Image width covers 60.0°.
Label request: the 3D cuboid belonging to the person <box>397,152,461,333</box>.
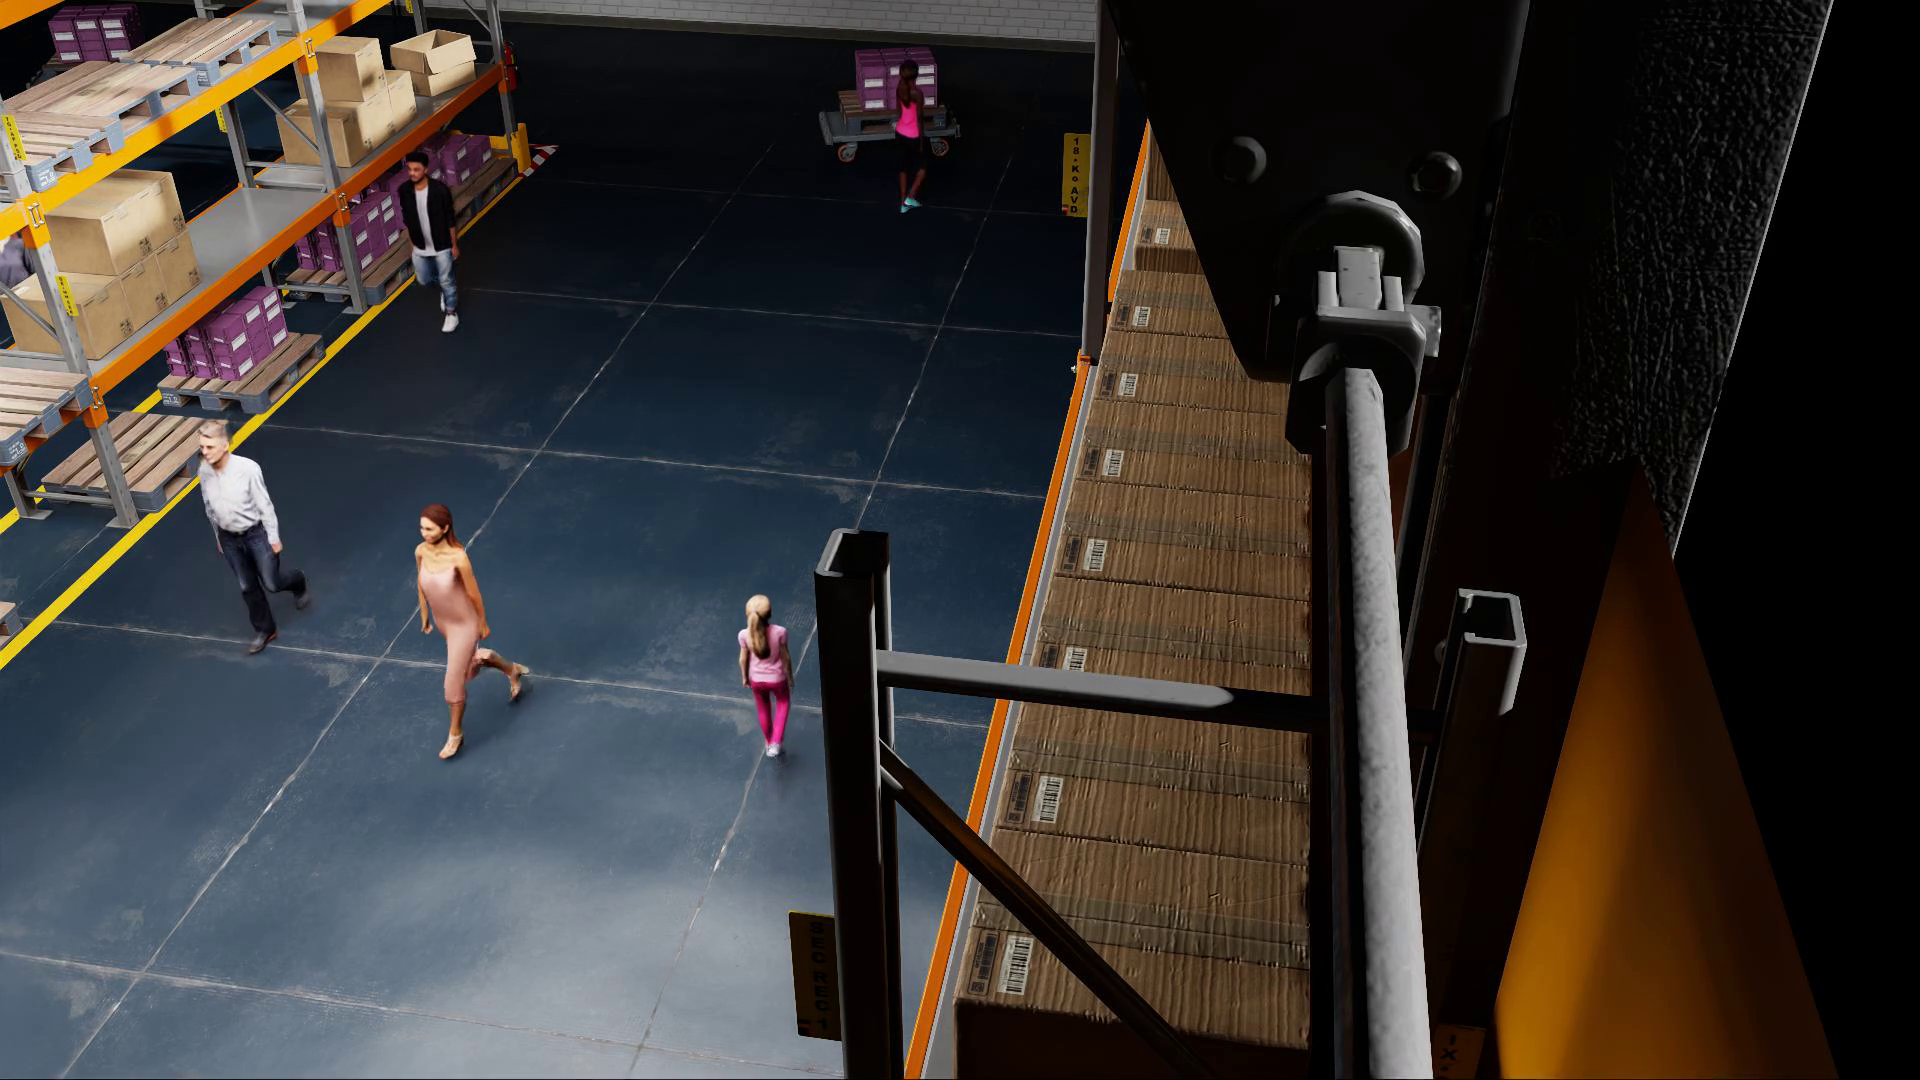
[{"bbox_3d":[-5.066,-2.943,16.111,0.726,1.797,0.834,3,34,5],"label":"person"}]

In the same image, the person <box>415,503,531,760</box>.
[{"bbox_3d":[-3.222,0.513,10.914,0.838,1.794,1.188,17,37,24],"label":"person"}]

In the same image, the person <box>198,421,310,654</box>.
[{"bbox_3d":[-5.023,-0.087,11.804,0.634,1.809,0.877,6,34,8],"label":"person"}]

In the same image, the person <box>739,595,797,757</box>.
[{"bbox_3d":[-1.248,0.919,10.780,0.559,1.266,0.658,0,34,1],"label":"person"}]

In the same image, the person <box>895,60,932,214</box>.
[{"bbox_3d":[-0.608,-4.438,18.440,0.694,1.710,0.733,25,41,33],"label":"person"}]
